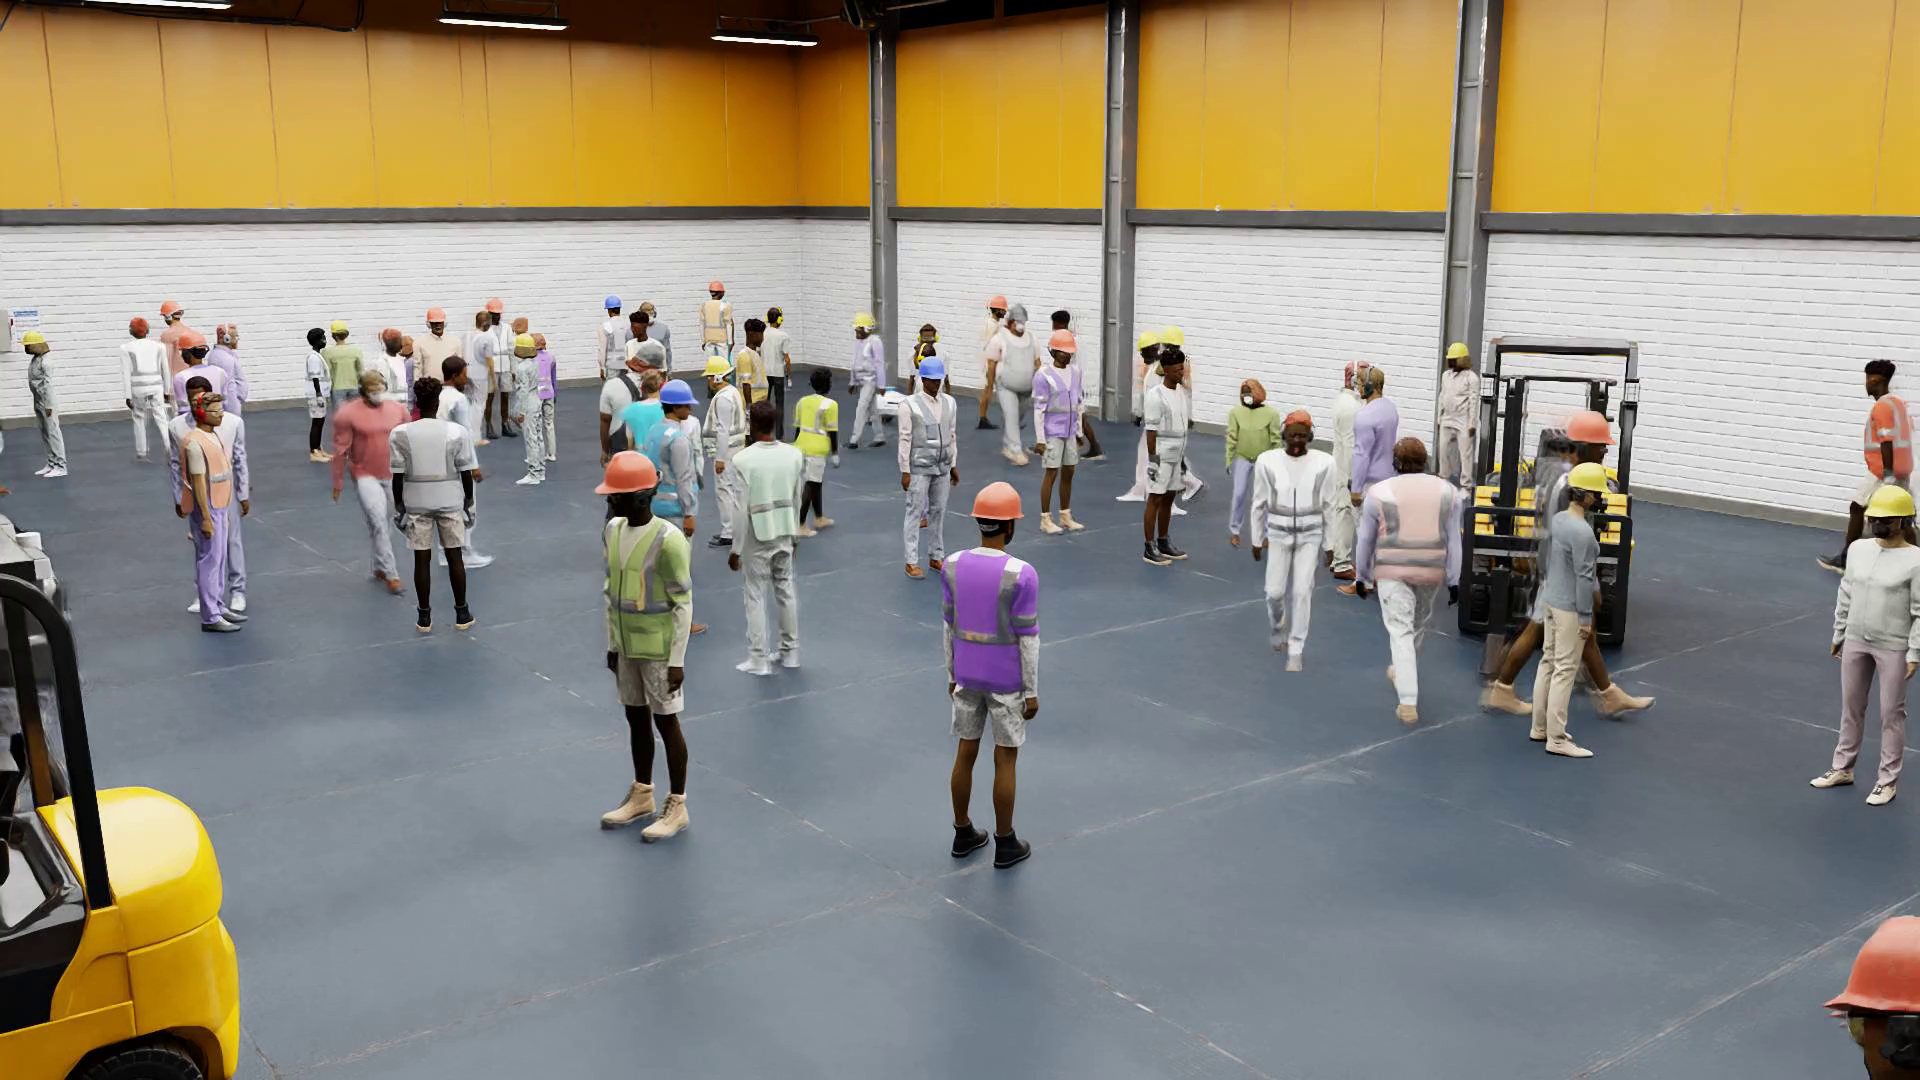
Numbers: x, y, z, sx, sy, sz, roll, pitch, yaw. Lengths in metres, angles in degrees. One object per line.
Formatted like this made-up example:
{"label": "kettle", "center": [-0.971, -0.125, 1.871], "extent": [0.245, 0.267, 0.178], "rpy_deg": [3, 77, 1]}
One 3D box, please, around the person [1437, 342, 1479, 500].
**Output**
{"label": "person", "center": [5.453, -1.301, 18.260], "extent": [0.329, 1.741, 0.506], "rpy_deg": [-8, 14, -35]}

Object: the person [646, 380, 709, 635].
{"label": "person", "center": [-2.166, -0.249, 12.662], "extent": [0.404, 1.945, 0.615], "rpy_deg": [-7, 14, -30]}

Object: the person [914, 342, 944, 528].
{"label": "person", "center": [-0.344, -1.047, 16.704], "extent": [0.326, 1.874, 0.519], "rpy_deg": [5, 13, 22]}

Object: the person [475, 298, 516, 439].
{"label": "person", "center": [-6.363, -2.354, 22.858], "extent": [0.551, 1.933, 0.370], "rpy_deg": [-11, 16, -41]}

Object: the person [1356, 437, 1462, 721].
{"label": "person", "center": [2.896, 0.222, 10.809], "extent": [0.639, 1.780, 0.991], "rpy_deg": [0, 12, -2]}

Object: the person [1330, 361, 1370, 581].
{"label": "person", "center": [3.430, -0.609, 14.503], "extent": [0.407, 1.910, 0.638], "rpy_deg": [2, 12, 8]}

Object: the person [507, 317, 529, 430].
{"label": "person", "center": [-6.238, -2.356, 23.630], "extent": [0.373, 1.621, 0.512], "rpy_deg": [-2, 12, -8]}

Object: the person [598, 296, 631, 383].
{"label": "person", "center": [-4.790, -2.444, 23.297], "extent": [0.604, 1.939, 0.414], "rpy_deg": [-9, 15, -38]}

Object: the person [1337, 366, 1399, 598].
{"label": "person", "center": [3.419, -0.481, 13.835], "extent": [0.383, 1.932, 0.632], "rpy_deg": [9, 15, 36]}

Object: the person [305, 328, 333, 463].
{"label": "person", "center": [-8.042, -1.815, 20.859], "extent": [0.321, 1.695, 0.533], "rpy_deg": [-3, 12, -15]}

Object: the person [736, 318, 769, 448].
{"label": "person", "center": [-2.343, -1.529, 18.817], "extent": [0.368, 1.960, 0.602], "rpy_deg": [0, 12, 0]}

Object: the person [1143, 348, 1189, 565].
{"label": "person", "center": [1.881, -0.769, 15.129], "extent": [0.370, 1.965, 0.608], "rpy_deg": [9, 15, 36]}

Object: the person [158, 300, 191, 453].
{"label": "person", "center": [-10.133, -2.111, 21.577], "extent": [0.413, 1.984, 0.624], "rpy_deg": [2, 12, 11]}

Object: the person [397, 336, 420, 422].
{"label": "person", "center": [-6.732, -1.696, 20.446], "extent": [0.289, 1.626, 0.498], "rpy_deg": [-3, 12, -16]}

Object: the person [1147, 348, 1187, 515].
{"label": "person", "center": [2.171, -1.134, 17.426], "extent": [0.282, 1.746, 0.493], "rpy_deg": [-7, 14, -32]}

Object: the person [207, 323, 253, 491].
{"label": "person", "center": [-8.262, -1.502, 18.852], "extent": [0.398, 1.900, 0.636], "rpy_deg": [-7, 14, -32]}

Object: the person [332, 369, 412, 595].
{"label": "person", "center": [-4.836, -0.490, 13.959], "extent": [0.740, 1.880, 0.962], "rpy_deg": [-11, 16, -41]}

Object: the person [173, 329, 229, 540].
{"label": "person", "center": [-7.341, -1.010, 16.105], "extent": [0.387, 2.045, 0.605], "rpy_deg": [5, 13, 21]}

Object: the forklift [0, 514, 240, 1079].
{"label": "forklift", "center": [-3.687, 1.115, 5.480], "extent": [2.313, 2.155, 1.214], "rpy_deg": [-9, 15, -36]}

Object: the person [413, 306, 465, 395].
{"label": "person", "center": [-6.312, -1.834, 20.205], "extent": [0.611, 1.995, 0.380], "rpy_deg": [-7, 14, -31]}

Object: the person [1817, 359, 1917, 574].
{"label": "person", "center": [7.997, -0.608, 14.465], "extent": [0.633, 1.906, 0.937], "rpy_deg": [-11, 16, -43]}

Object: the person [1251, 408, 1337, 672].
{"label": "person", "center": [2.359, -0.019, 11.772], "extent": [0.584, 1.864, 0.534], "rpy_deg": [3, 12, 12]}

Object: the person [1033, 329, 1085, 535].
{"label": "person", "center": [0.996, -1.059, 16.384], "extent": [0.612, 2.030, 0.403], "rpy_deg": [-10, 16, -41]}

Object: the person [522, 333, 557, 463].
{"label": "person", "center": [-5.247, -1.772, 20.797], "extent": [0.313, 1.631, 0.525], "rpy_deg": [9, 15, 38]}

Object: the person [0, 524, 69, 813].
{"label": "person", "center": [-4.955, 0.715, 8.704], "extent": [0.880, 1.648, 0.541], "rpy_deg": [5, 13, 24]}

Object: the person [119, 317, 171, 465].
{"label": "person", "center": [-10.071, -1.849, 20.673], "extent": [0.580, 1.846, 0.950], "rpy_deg": [-11, 16, -43]}

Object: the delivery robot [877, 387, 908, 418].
{"label": "delivery robot", "center": [-0.997, -1.988, 24.217], "extent": [0.707, 0.478, 0.477], "rpy_deg": [6, 13, 28]}

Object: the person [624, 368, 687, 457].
{"label": "person", "center": [-2.675, -0.604, 14.671], "extent": [0.580, 1.824, 0.734], "rpy_deg": [3, 12, 14]}

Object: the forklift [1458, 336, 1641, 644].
{"label": "forklift", "center": [4.683, -0.471, 13.136], "extent": [1.214, 2.155, 2.313], "rpy_deg": [4, 12, 20]}

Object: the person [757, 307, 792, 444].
{"label": "person", "center": [-2.491, -2.177, 22.207], "extent": [0.531, 1.856, 0.330], "rpy_deg": [4, 12, 19]}

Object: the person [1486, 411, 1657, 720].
{"label": "person", "center": [3.875, 0.182, 10.475], "extent": [1.047, 1.985, 0.632], "rpy_deg": [4, 12, 17]}
